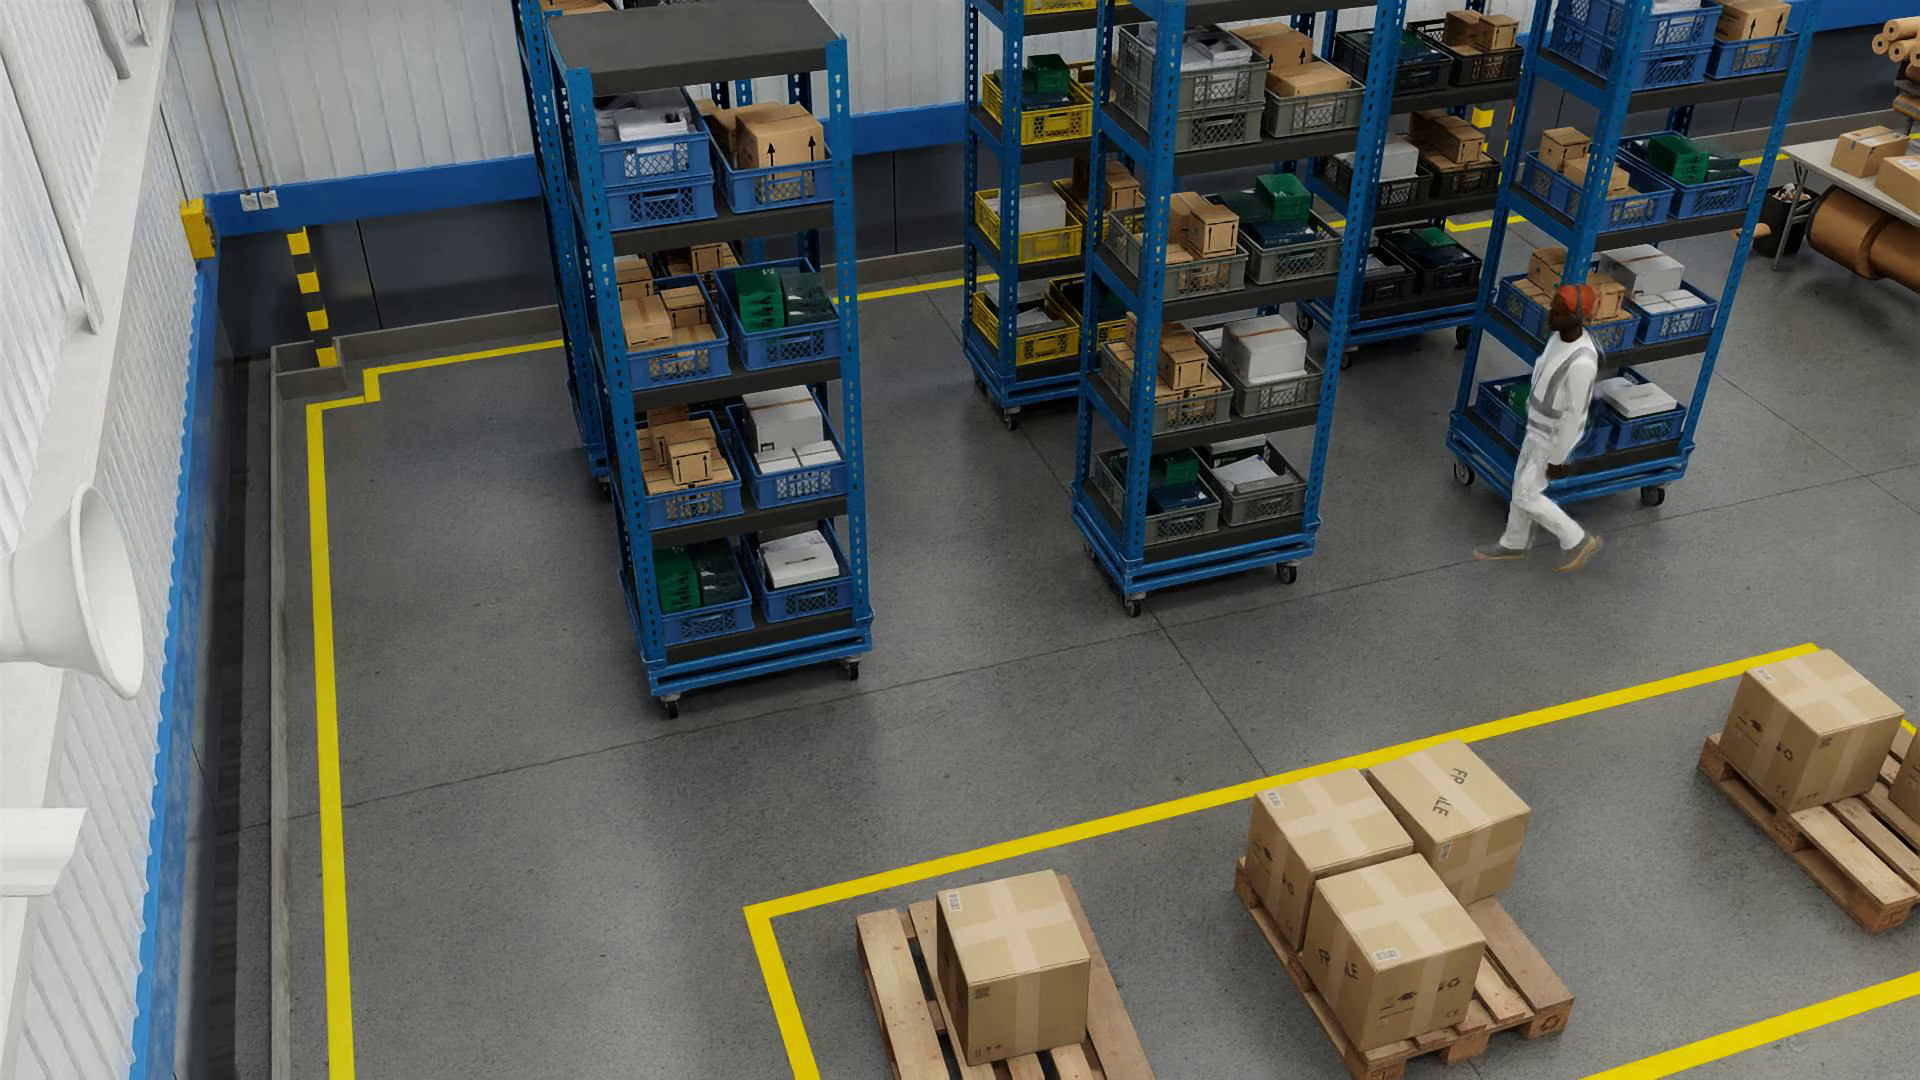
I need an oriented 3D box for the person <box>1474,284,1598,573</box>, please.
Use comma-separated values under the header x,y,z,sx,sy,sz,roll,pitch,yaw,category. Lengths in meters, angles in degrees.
x,y,z,sx,sy,sz,roll,pitch,yaw,category
3.428,-0.611,9.538,0.533,1.870,0.585,3,35,4,person
